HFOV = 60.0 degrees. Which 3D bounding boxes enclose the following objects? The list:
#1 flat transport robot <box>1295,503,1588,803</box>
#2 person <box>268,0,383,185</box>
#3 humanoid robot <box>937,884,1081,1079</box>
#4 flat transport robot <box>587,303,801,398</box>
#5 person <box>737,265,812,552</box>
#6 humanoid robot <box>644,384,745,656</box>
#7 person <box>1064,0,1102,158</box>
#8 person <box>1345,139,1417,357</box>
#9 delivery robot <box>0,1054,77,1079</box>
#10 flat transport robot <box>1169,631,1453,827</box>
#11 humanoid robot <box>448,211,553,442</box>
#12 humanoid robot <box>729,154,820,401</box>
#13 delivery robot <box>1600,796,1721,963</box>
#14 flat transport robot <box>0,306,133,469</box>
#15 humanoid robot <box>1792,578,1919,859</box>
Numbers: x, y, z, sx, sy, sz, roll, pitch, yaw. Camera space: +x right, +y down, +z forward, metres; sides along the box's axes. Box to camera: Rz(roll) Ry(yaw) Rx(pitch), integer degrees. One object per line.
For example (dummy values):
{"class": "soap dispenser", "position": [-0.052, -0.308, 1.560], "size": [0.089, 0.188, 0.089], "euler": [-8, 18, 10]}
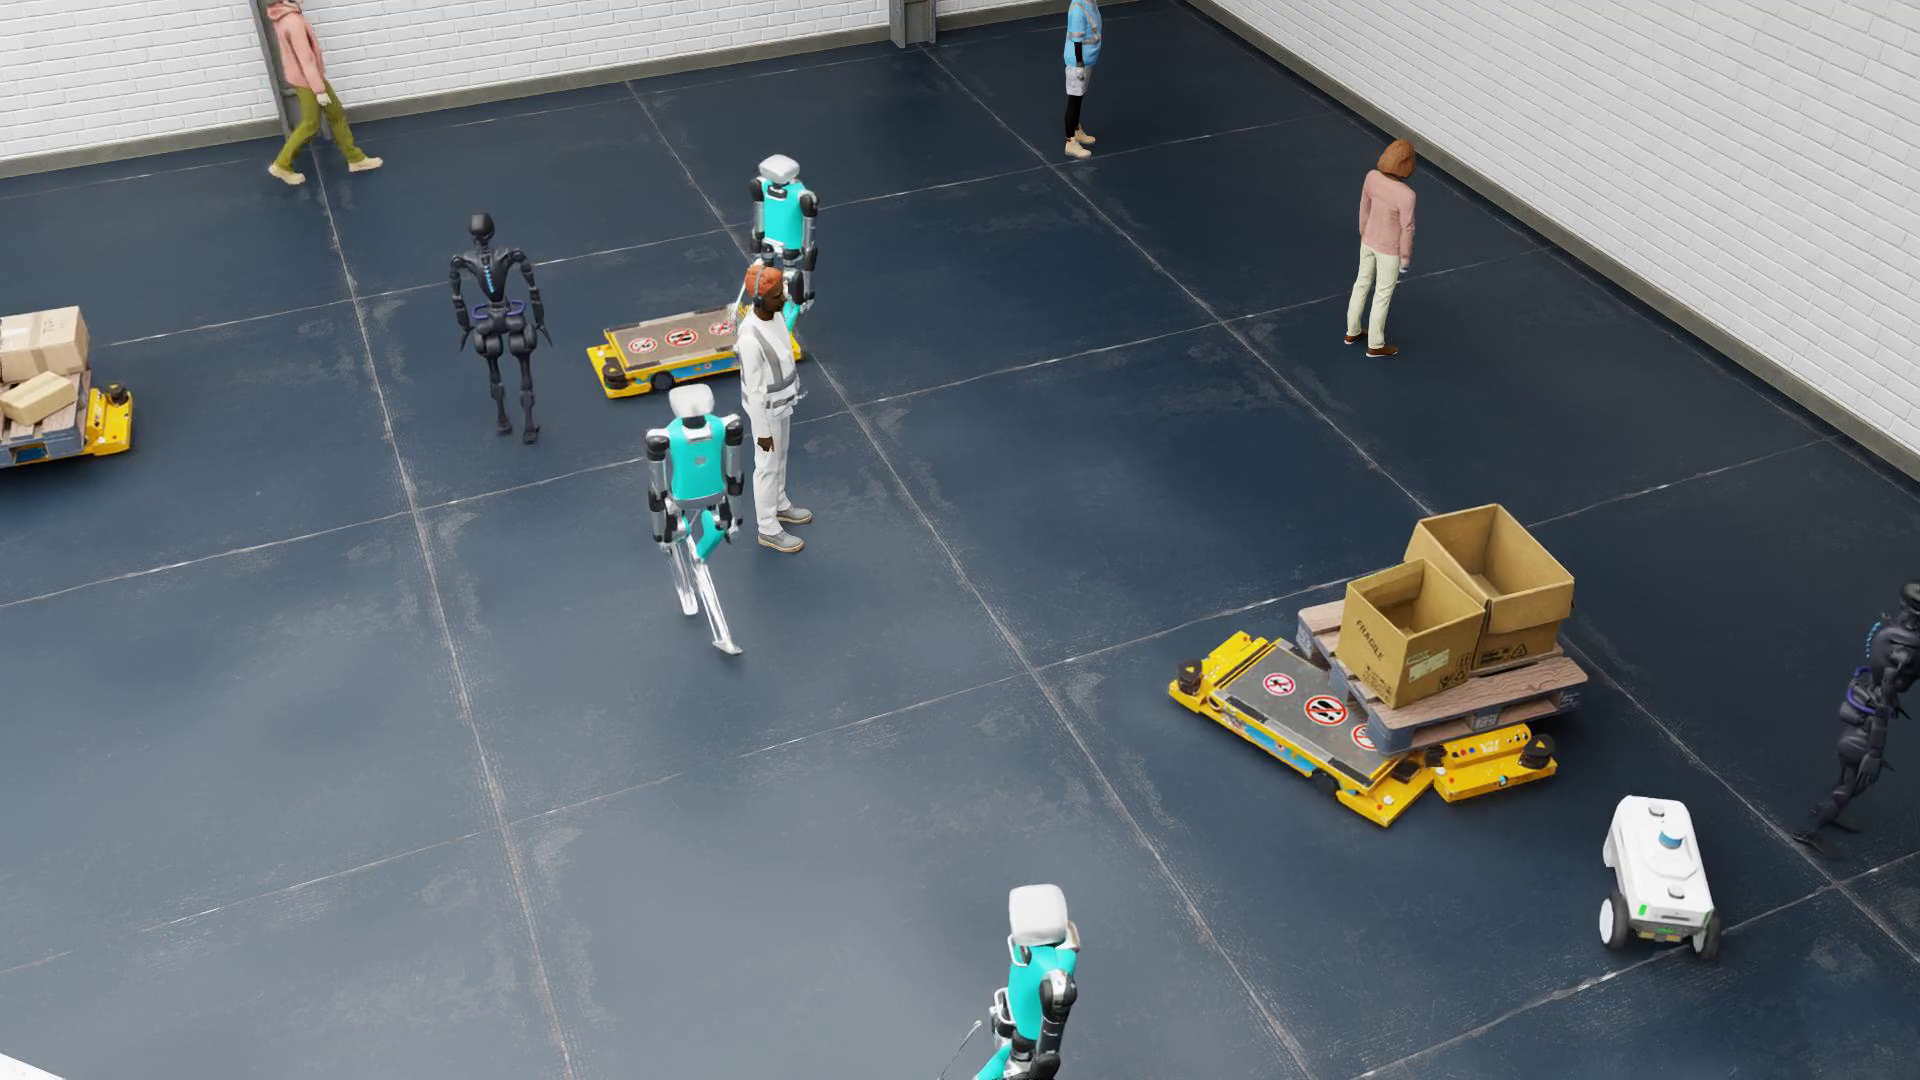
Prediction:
{"class": "flat transport robot", "position": [2.615, 0.829, 9.194], "size": [0.659, 0.231, 1.431], "euler": [-12, 39, -15]}
{"class": "person", "position": [-5.560, -3.895, 14.087], "size": [0.901, 1.802, 0.542], "euler": [-16, 40, -20]}
{"class": "humanoid robot", "position": [0.015, 2.071, 6.441], "size": [0.851, 1.857, 0.547], "euler": [-6, 38, -7]}
{"class": "flat transport robot", "position": [-1.938, -1.398, 12.093], "size": [1.431, 0.231, 0.659], "euler": [-14, 40, -18]}
{"class": "person", "position": [-1.125, -0.798, 9.988], "size": [0.344, 1.882, 0.584], "euler": [5, 38, 6]}
{"class": "humanoid robot", "position": [-1.501, -0.184, 9.310], "size": [0.555, 1.739, 0.974], "euler": [-15, 40, -19]}
{"class": "person", "position": [1.074, -4.220, 14.594], "size": [0.318, 1.696, 0.534], "euler": [8, 38, 10]}
{"class": "person", "position": [3.024, -2.082, 11.861], "size": [0.284, 1.633, 0.499], "euler": [-21, 42, -25]}
{"class": "delivery robot", "position": [-4.001, 2.393, 6.938], "size": [0.796, 0.612, 0.499], "euler": [13, 39, 17]}
{"class": "flat transport robot", "position": [1.897, 0.967, 9.015], "size": [1.431, 0.231, 0.659], "euler": [31, 47, 34]}
{"class": "humanoid robot", "position": [-3.017, -1.433, 10.981], "size": [0.601, 1.647, 0.473], "euler": [-6, 38, -8]}
{"class": "humanoid robot", "position": [-1.305, -1.650, 11.228], "size": [0.536, 1.788, 0.752], "euler": [21, 42, 25]}
{"class": "delivery robot", "position": [3.337, 1.603, 7.945], "size": [0.499, 0.585, 0.765], "euler": [5, 38, 7]}
{"class": "flat transport robot", "position": [-6.372, -0.712, 11.200], "size": [1.431, 0.231, 0.659], "euler": [-12, 39, -15]}
{"class": "humanoid robot", "position": [4.397, 0.857, 7.995], "size": [0.329, 1.653, 0.603], "euler": [23, 43, 27]}
